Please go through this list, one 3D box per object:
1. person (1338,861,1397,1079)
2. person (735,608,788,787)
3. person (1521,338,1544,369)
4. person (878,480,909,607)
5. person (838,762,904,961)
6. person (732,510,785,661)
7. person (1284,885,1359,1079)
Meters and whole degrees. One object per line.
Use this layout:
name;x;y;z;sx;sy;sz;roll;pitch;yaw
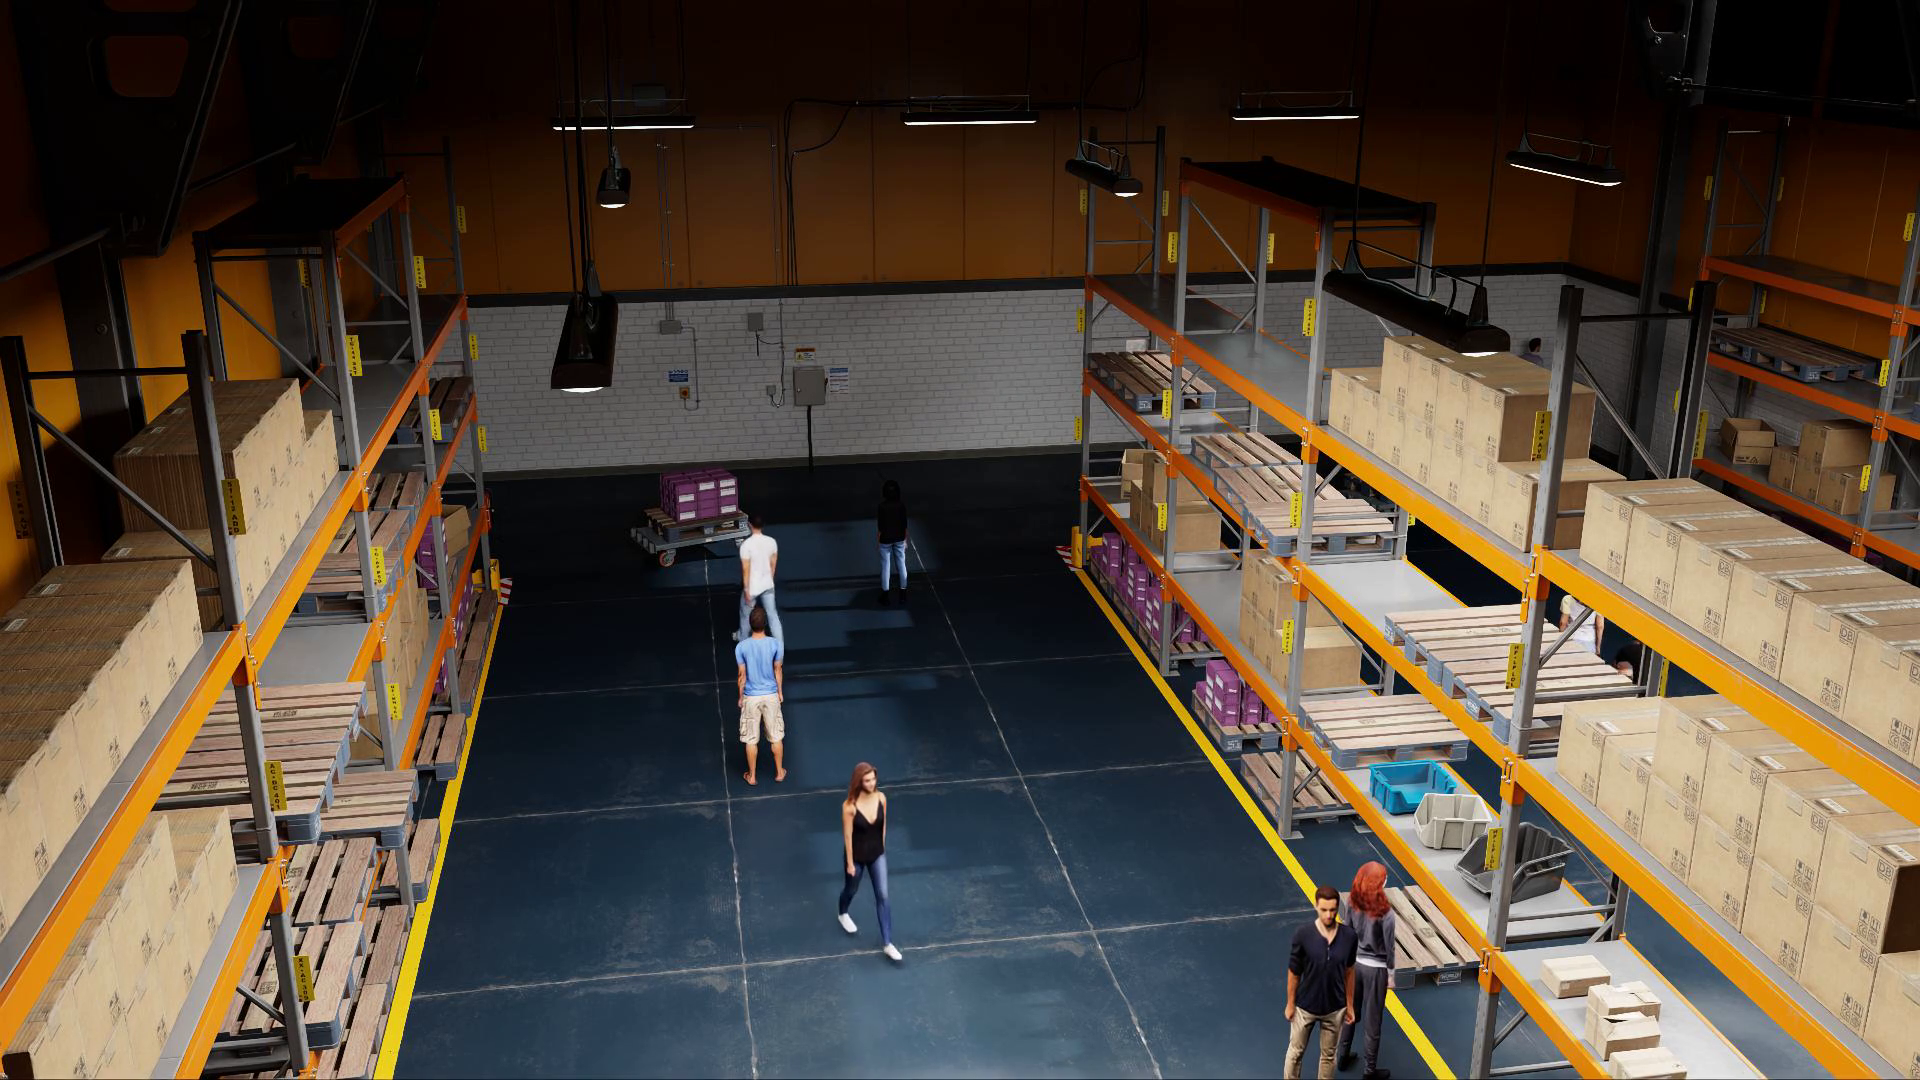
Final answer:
person;2.996;3.164;12.252;0.713;1.780;0.608;-16;24;-39
person;-2.018;1.577;16.833;0.658;1.863;0.569;-5;19;-14
person;10.102;-2.669;29.458;0.796;1.853;0.614;-9;20;-24
person;-0.882;0.028;21.686;0.581;1.702;0.559;-5;19;-15
person;-0.844;2.637;13.978;0.853;1.677;1.181;-11;22;-30
person;-2.347;0.589;19.842;1.023;1.815;1.288;-13;22;-33
person;2.544;3.277;11.792;0.677;1.859;0.583;0;19;0
